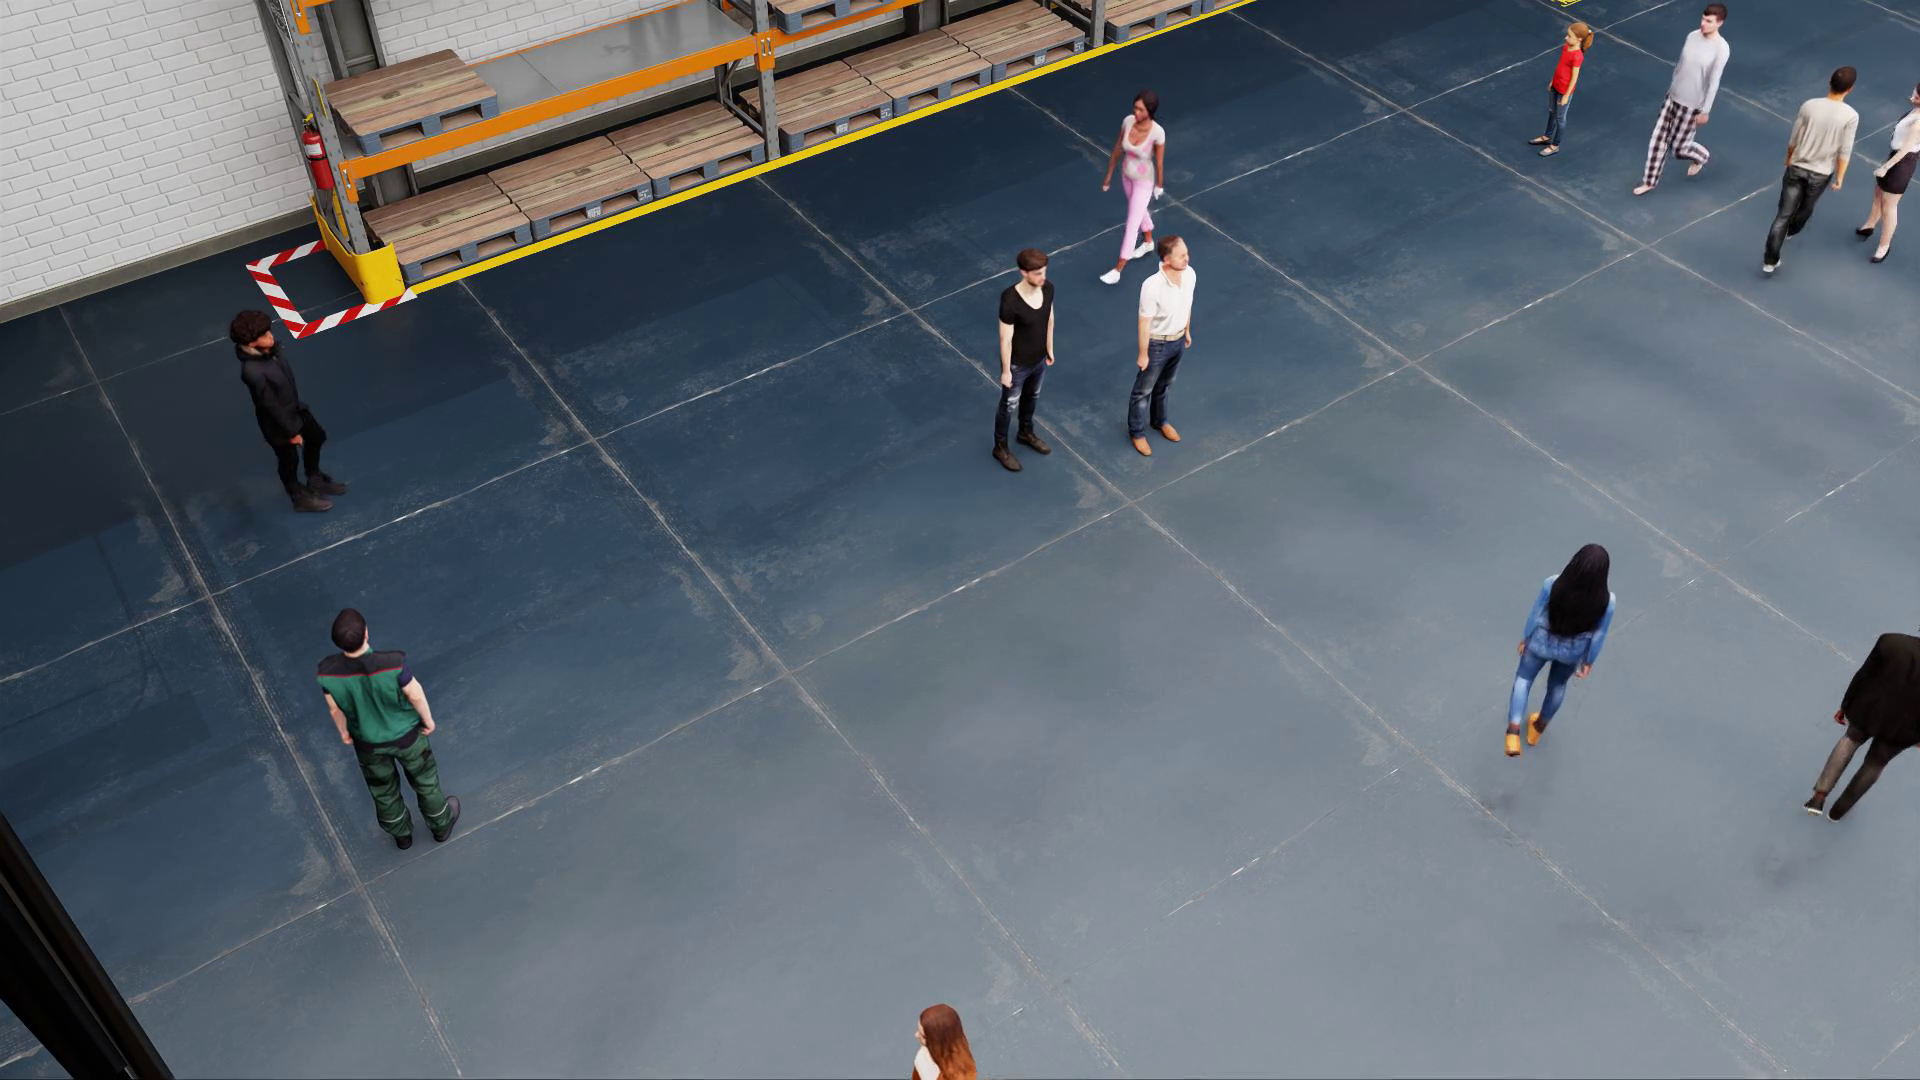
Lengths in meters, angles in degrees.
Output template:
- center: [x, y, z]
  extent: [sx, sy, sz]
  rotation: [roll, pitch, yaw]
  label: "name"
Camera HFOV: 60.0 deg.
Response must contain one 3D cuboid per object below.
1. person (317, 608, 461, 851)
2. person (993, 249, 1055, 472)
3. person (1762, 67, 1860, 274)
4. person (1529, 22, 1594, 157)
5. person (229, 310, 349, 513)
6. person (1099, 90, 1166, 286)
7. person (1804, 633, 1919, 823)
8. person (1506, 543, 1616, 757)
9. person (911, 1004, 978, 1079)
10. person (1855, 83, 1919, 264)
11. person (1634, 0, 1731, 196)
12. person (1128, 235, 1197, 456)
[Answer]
- center: [-3.350, 1.107, 9.703]
  extent: [0.666, 1.900, 0.823]
  rotation: [-7, 44, -7]
  label: "person"
- center: [0.464, -1.363, 12.300]
  extent: [0.522, 1.892, 0.733]
  rotation: [-31, 52, -28]
  label: "person"
- center: [7.235, -3.108, 14.234]
  extent: [0.996, 1.752, 1.275]
  rotation: [25, 49, 24]
  label: "person"
- center: [5.736, -4.299, 15.804]
  extent: [0.599, 1.310, 0.567]
  rotation: [-6, 44, -6]
  label: "person"
- center: [-4.937, -0.896, 11.904]
  extent: [0.790, 1.762, 0.757]
  rotation: [-2, 44, -2]
  label: "person"
- center: [1.580, -3.093, 14.254]
  extent: [1.147, 1.702, 0.725]
  rotation: [-34, 53, -30]
  label: "person"
- center: [5.413, 1.109, 9.780]
  extent: [0.804, 1.790, 0.724]
  rotation: [-34, 53, -30]
  label: "person"
- center: [3.659, 0.743, 10.230]
  extent: [0.858, 1.698, 0.970]
  rotation: [16, 46, 16]
  label: "person"
- center: [0.034, 2.765, 8.109]
  extent: [1.075, 1.696, 0.763]
  rotation: [-16, 46, -16]
  label: "person"
- center: [8.190, -3.290, 14.509]
  extent: [0.902, 1.636, 0.771]
  rotation: [28, 50, 26]
  label: "person"
- center: [6.665, -4.006, 15.122]
  extent: [0.995, 1.827, 0.694]
  rotation: [-20, 47, -20]
  label: "person"
- center: [1.509, -1.505, 12.476]
  extent: [0.486, 1.856, 0.715]
  rotation: [-26, 49, -25]
  label: "person"
